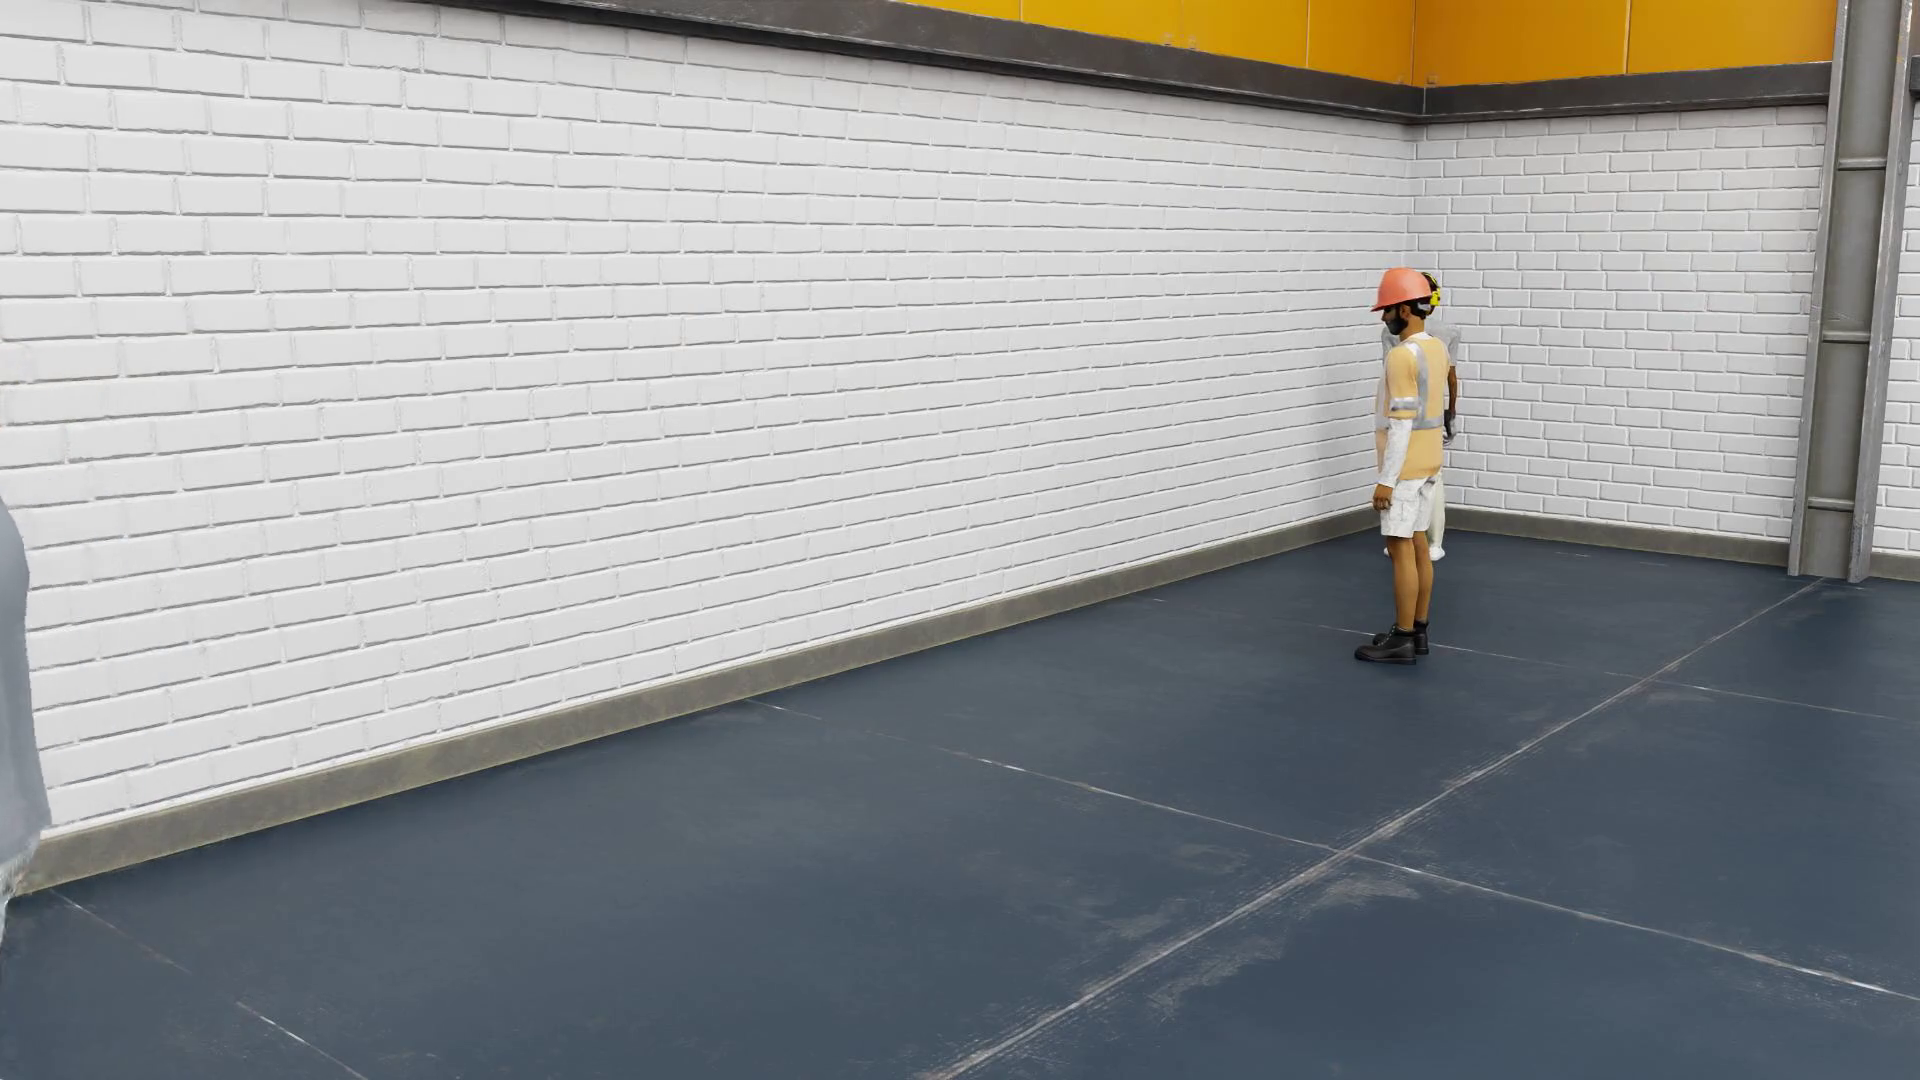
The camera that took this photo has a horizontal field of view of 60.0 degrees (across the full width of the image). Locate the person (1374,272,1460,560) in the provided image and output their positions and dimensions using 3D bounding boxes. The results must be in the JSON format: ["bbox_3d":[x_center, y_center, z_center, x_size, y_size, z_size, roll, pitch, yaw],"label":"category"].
[{"bbox_3d":[2.961,-0.792,10.800,0.520,1.865,0.335,2,10,10],"label":"person"}]

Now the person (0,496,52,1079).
[{"bbox_3d":[-1.743,0.560,2.944,0.690,1.921,0.633,-2,10,-10],"label":"person"}]

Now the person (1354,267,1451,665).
[{"bbox_3d":[2.155,-0.355,8.117,0.366,1.930,0.542,7,12,33],"label":"person"}]
